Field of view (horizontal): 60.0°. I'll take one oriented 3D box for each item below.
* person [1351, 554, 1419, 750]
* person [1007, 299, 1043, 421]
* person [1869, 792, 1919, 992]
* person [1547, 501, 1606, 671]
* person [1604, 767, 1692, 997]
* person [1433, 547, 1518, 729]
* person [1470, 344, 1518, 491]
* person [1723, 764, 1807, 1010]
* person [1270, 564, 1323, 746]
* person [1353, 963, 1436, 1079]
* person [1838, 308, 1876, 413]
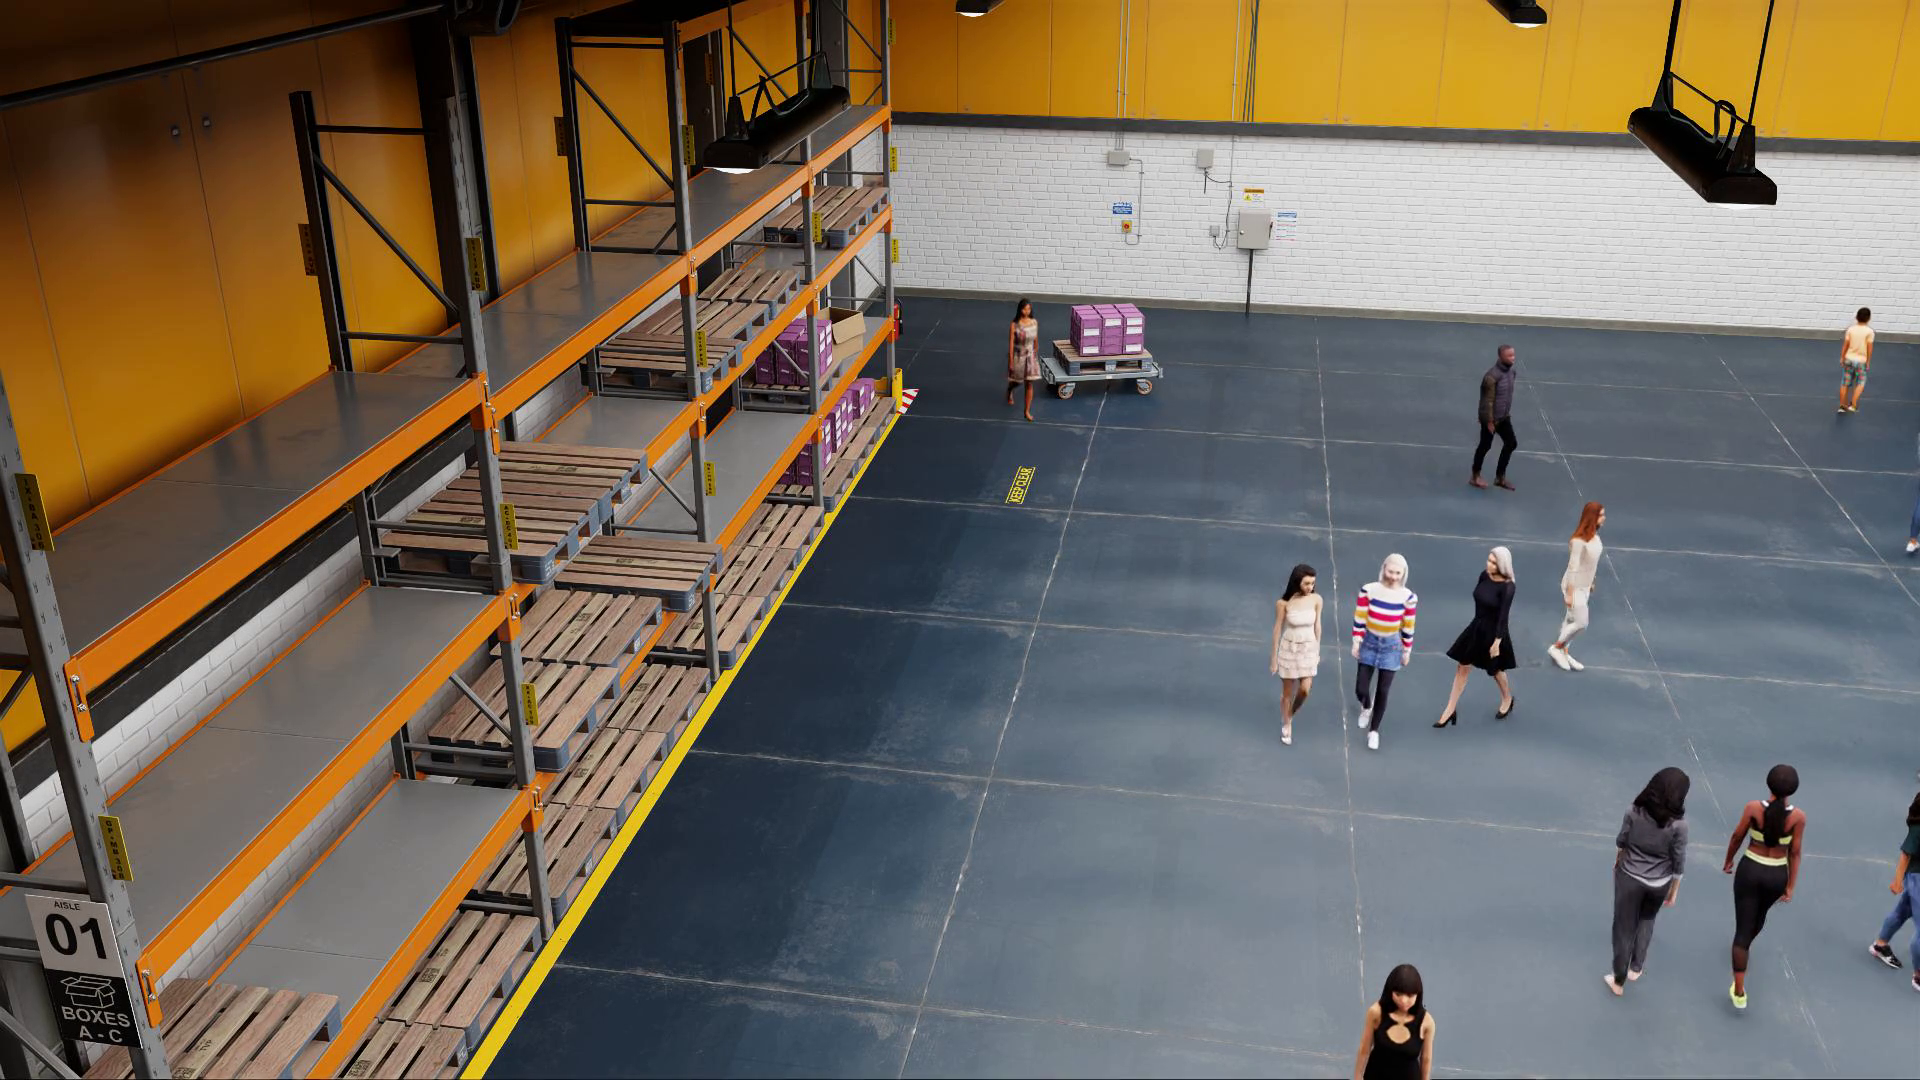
[{"bbox_3d":[3.652,0.919,14.422,0.697,1.800,0.751,7,25,15],"label":"person"},{"bbox_3d":[0.833,-2.460,22.367,0.885,1.626,1.033,-9,25,-19],"label":"person"},{"bbox_3d":[6.618,2.296,11.532,0.852,1.592,0.979,-10,25,-21],"label":"person"},{"bbox_3d":[5.747,0.418,15.691,0.769,1.700,0.667,19,30,36],"label":"person"},{"bbox_3d":[4.630,2.355,11.203,0.630,1.747,0.665,9,25,19],"label":"person"},{"bbox_3d":[4.711,0.873,14.649,1.031,1.701,1.076,-10,26,-22],"label":"person"},{"bbox_3d":[6.332,-1.488,19.905,0.938,1.818,1.001,-17,29,-34],"label":"person"},{"bbox_3d":[5.402,2.361,11.241,0.735,1.704,1.169,9,25,20],"label":"person"},{"bbox_3d":[2.900,0.960,14.418,0.647,1.728,0.605,0,24,1],"label":"person"},{"bbox_3d":[2.509,3.097,9.659,0.732,1.622,1.087,10,25,21],"label":"person"},{"bbox_3d":[12.081,-2.406,22.459,0.686,1.455,0.648,-21,31,-40],"label":"person"}]
